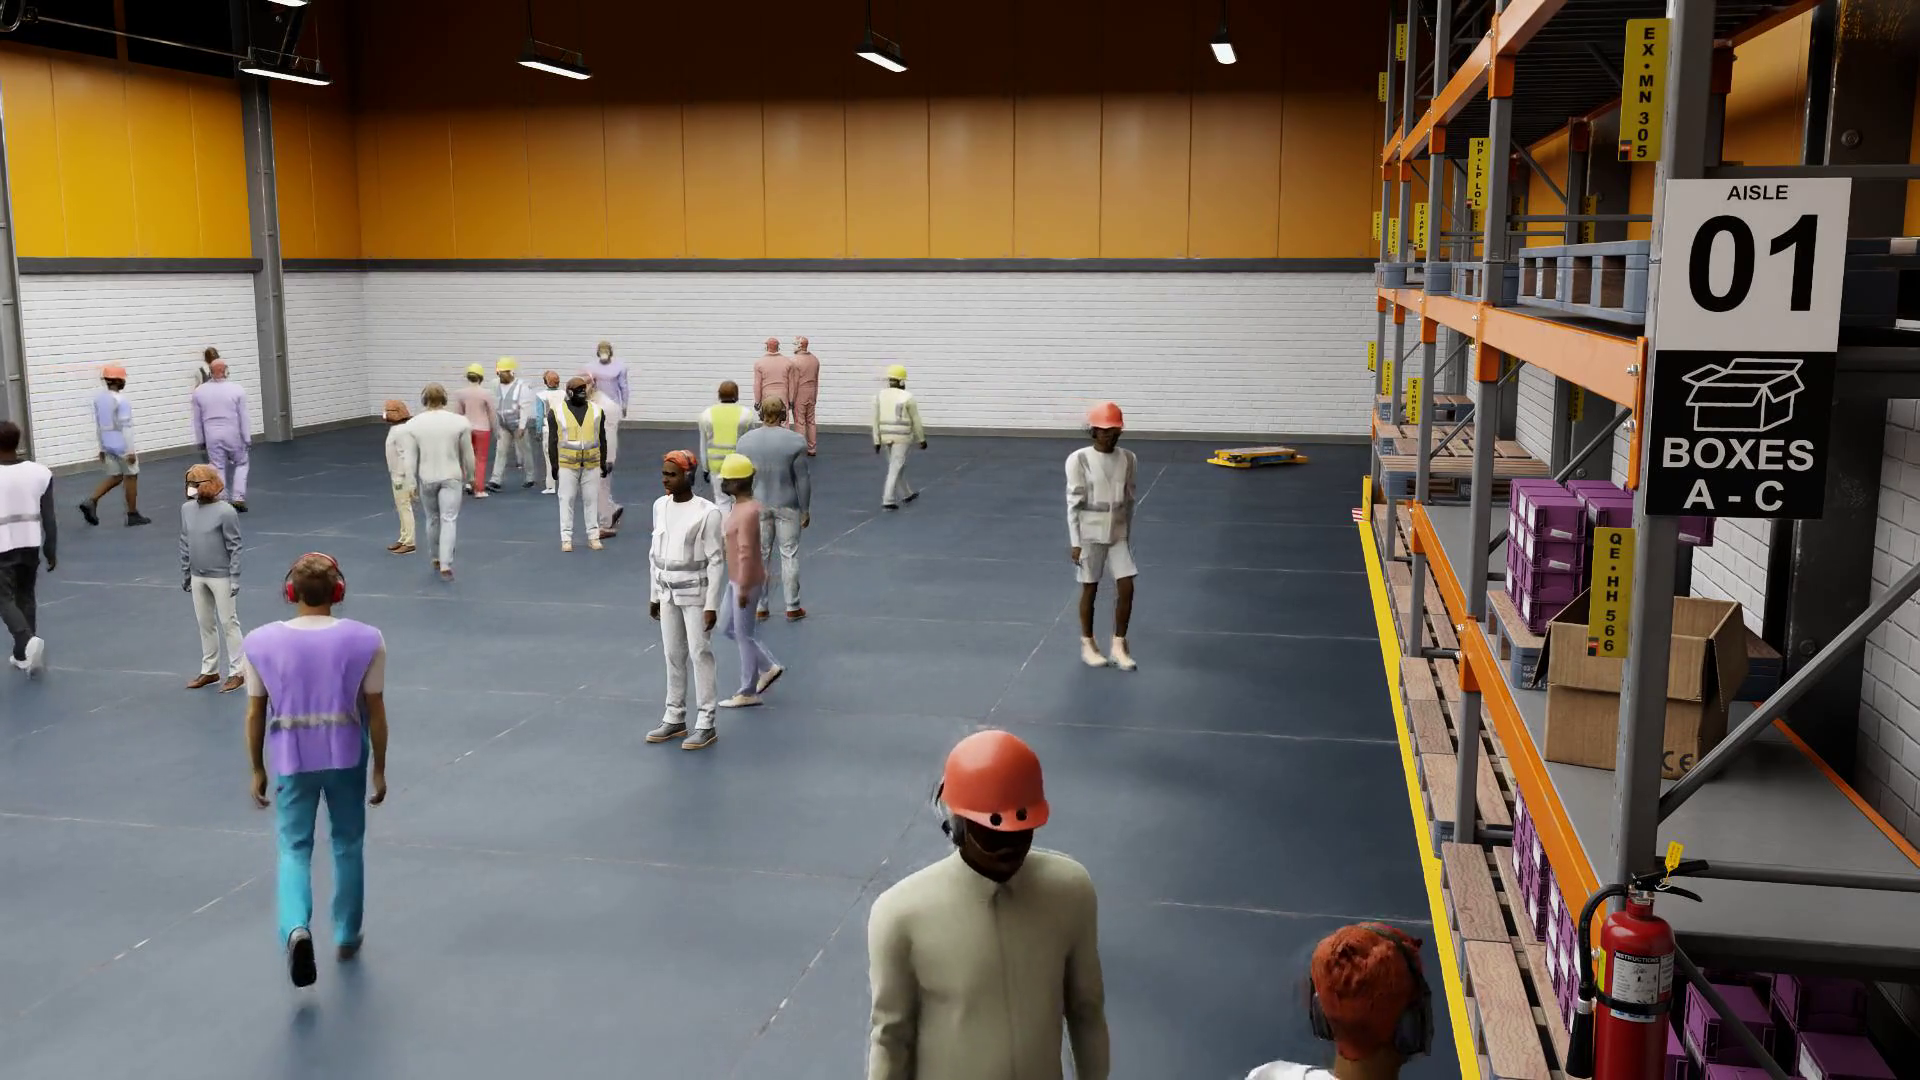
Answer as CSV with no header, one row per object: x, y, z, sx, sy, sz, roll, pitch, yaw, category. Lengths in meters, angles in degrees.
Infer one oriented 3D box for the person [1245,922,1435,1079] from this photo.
0.695,1.614,3.078,0.927,1.848,0.576,-4,10,-22,person

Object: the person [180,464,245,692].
-5.322,0.269,11.820,0.507,1.631,0.265,4,10,20,person

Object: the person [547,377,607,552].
-4.041,-0.802,17.635,0.629,1.846,0.429,-4,10,-25,person

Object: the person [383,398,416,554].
-5.903,-0.666,17.481,0.311,1.642,0.506,-5,11,-26,person

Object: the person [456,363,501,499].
-6.260,-1.413,21.585,0.534,1.752,0.388,2,10,13,person

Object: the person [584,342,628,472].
-5.218,-1.955,24.461,0.643,1.885,1.004,0,9,0,person

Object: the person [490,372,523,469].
-6.711,-1.863,24.663,0.509,1.632,0.266,-7,12,-36,person

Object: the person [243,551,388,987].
-2.708,0.967,7.038,0.571,1.830,0.698,-3,10,-17,person

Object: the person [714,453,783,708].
-1.488,0.280,11.360,0.382,1.754,0.542,-2,10,-12,person

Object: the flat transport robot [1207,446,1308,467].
4.505,-1.265,25.156,1.431,0.197,0.652,-5,11,-30,flat transport robot

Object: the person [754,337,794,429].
-2.880,-2.173,25.706,0.639,1.910,0.407,-3,10,-19,person

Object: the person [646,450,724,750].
-1.737,0.371,10.456,0.572,1.883,0.356,7,11,34,person

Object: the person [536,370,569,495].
-5.355,-1.417,21.950,0.514,1.642,0.310,-8,12,-40,person

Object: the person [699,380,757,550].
-2.429,-0.769,17.508,0.628,1.826,0.566,1,9,4,person

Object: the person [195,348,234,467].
-11.054,-1.953,24.715,0.533,1.791,0.950,0,9,2,person

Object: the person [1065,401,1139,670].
1.087,-0.013,12.357,0.618,2.019,0.702,-3,10,-19,person

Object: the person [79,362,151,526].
-9.729,-1.078,19.088,0.549,1.919,0.717,5,11,28,person

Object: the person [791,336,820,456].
-2.487,-2.244,26.122,0.409,1.910,0.651,6,11,33,person

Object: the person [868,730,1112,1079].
0.048,1.384,4.114,0.626,1.966,0.857,-5,10,-26,person

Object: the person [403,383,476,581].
-5.044,-0.574,16.165,0.639,1.886,1.033,-2,10,-9,person

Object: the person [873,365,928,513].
-0.709,-1.260,20.554,0.592,1.785,0.915,7,12,37,person

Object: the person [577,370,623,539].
-3.987,-0.949,18.408,0.661,1.885,0.529,9,13,43,person

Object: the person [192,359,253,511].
-8.901,-1.247,20.158,0.671,1.892,0.508,-1,9,-7,person

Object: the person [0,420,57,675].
-6.978,0.061,12.293,0.769,1.892,0.598,8,13,41,person

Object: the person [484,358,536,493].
-5.996,-1.521,22.131,0.613,1.780,0.910,4,10,22,person

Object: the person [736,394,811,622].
-1.570,-0.265,14.120,0.632,1.940,0.372,1,9,6,person
